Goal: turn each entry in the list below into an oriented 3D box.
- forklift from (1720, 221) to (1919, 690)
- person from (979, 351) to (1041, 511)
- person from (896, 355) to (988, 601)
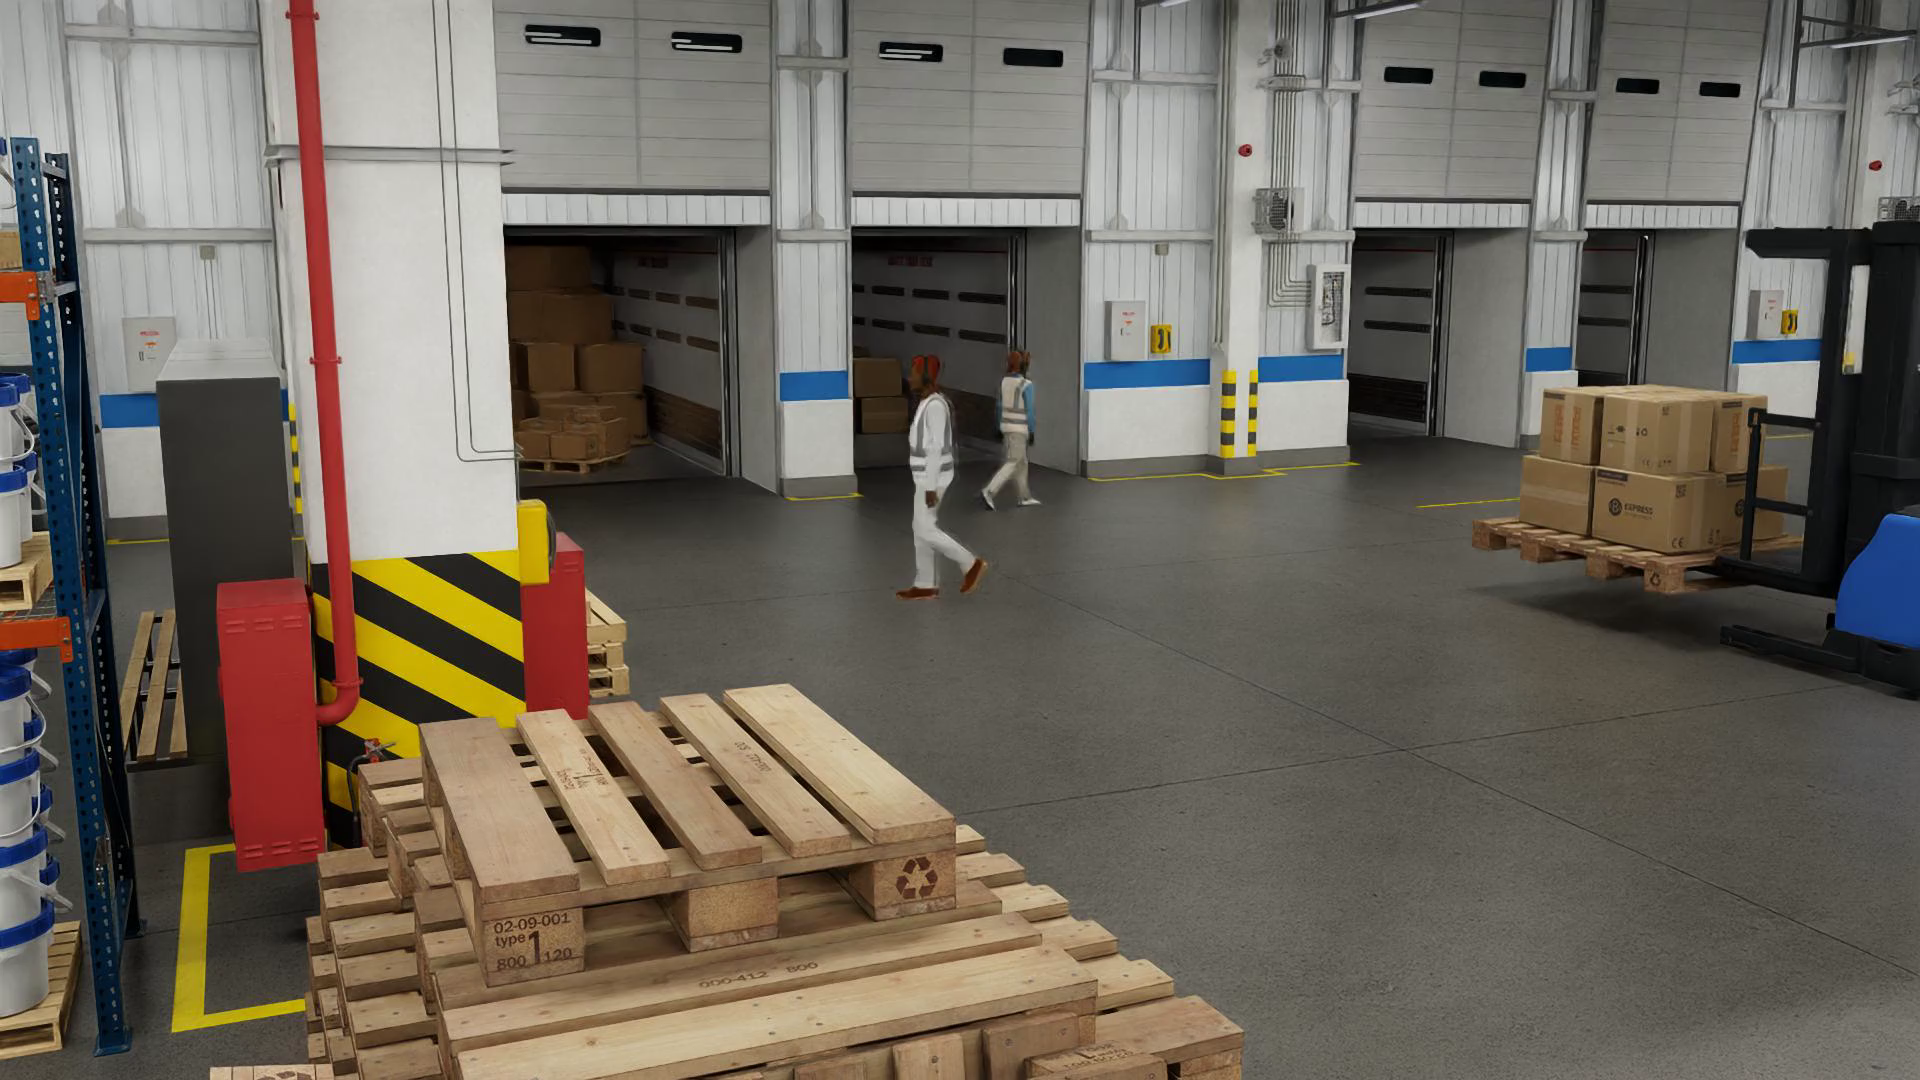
[{"bbox_3d":[5.949,-0.550,10.218,1.129,2.768,1.873,-4,11,-23],"label":"forklift"},{"bbox_3d":[0.511,-1.096,16.737,0.754,1.611,0.524,-6,12,-32],"label":"person"},{"bbox_3d":[-0.157,-0.449,12.443,0.582,1.869,0.586,-1,10,-8],"label":"person"}]
